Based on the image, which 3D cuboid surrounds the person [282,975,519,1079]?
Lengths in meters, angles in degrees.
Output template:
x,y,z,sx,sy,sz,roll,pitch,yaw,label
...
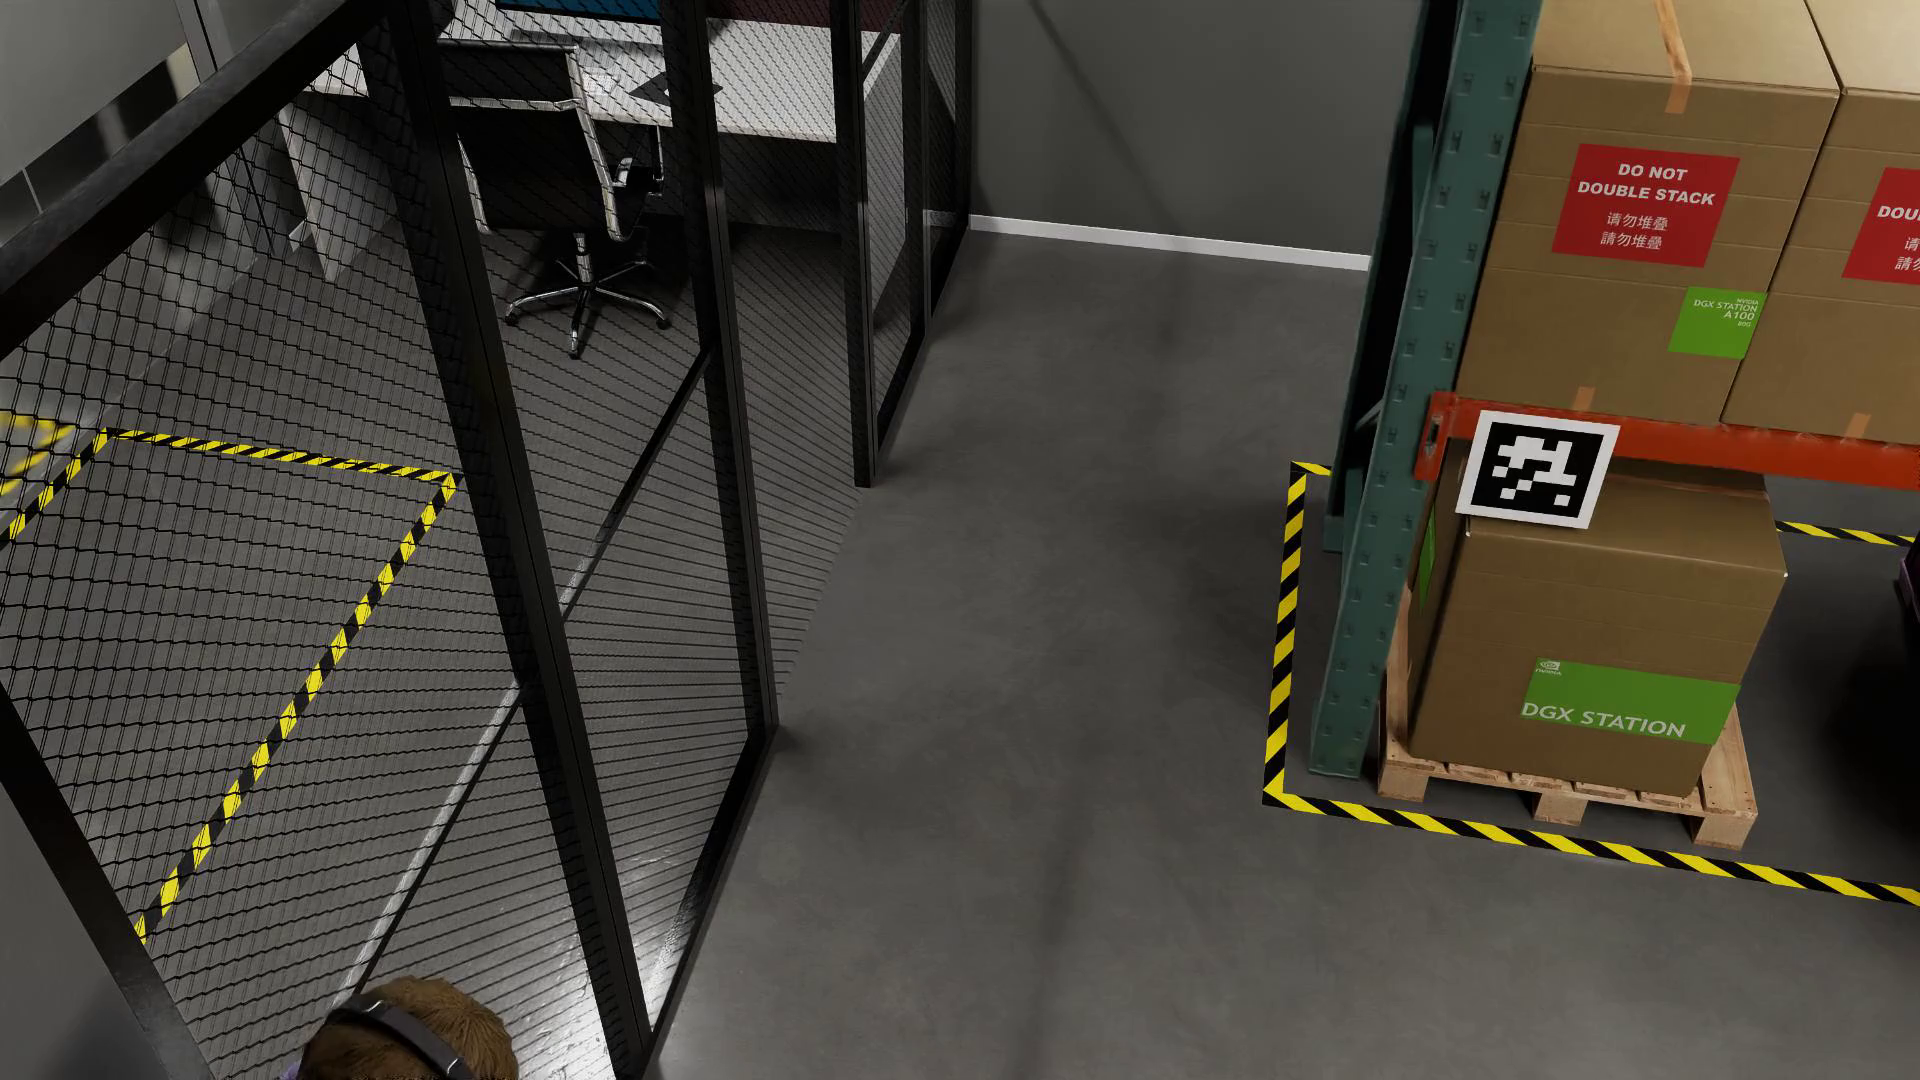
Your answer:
x,y,z,sx,sy,sz,roll,pitch,yaw,label
-0.521,1.160,2.161,0.630,1.939,0.366,20,45,22,person
